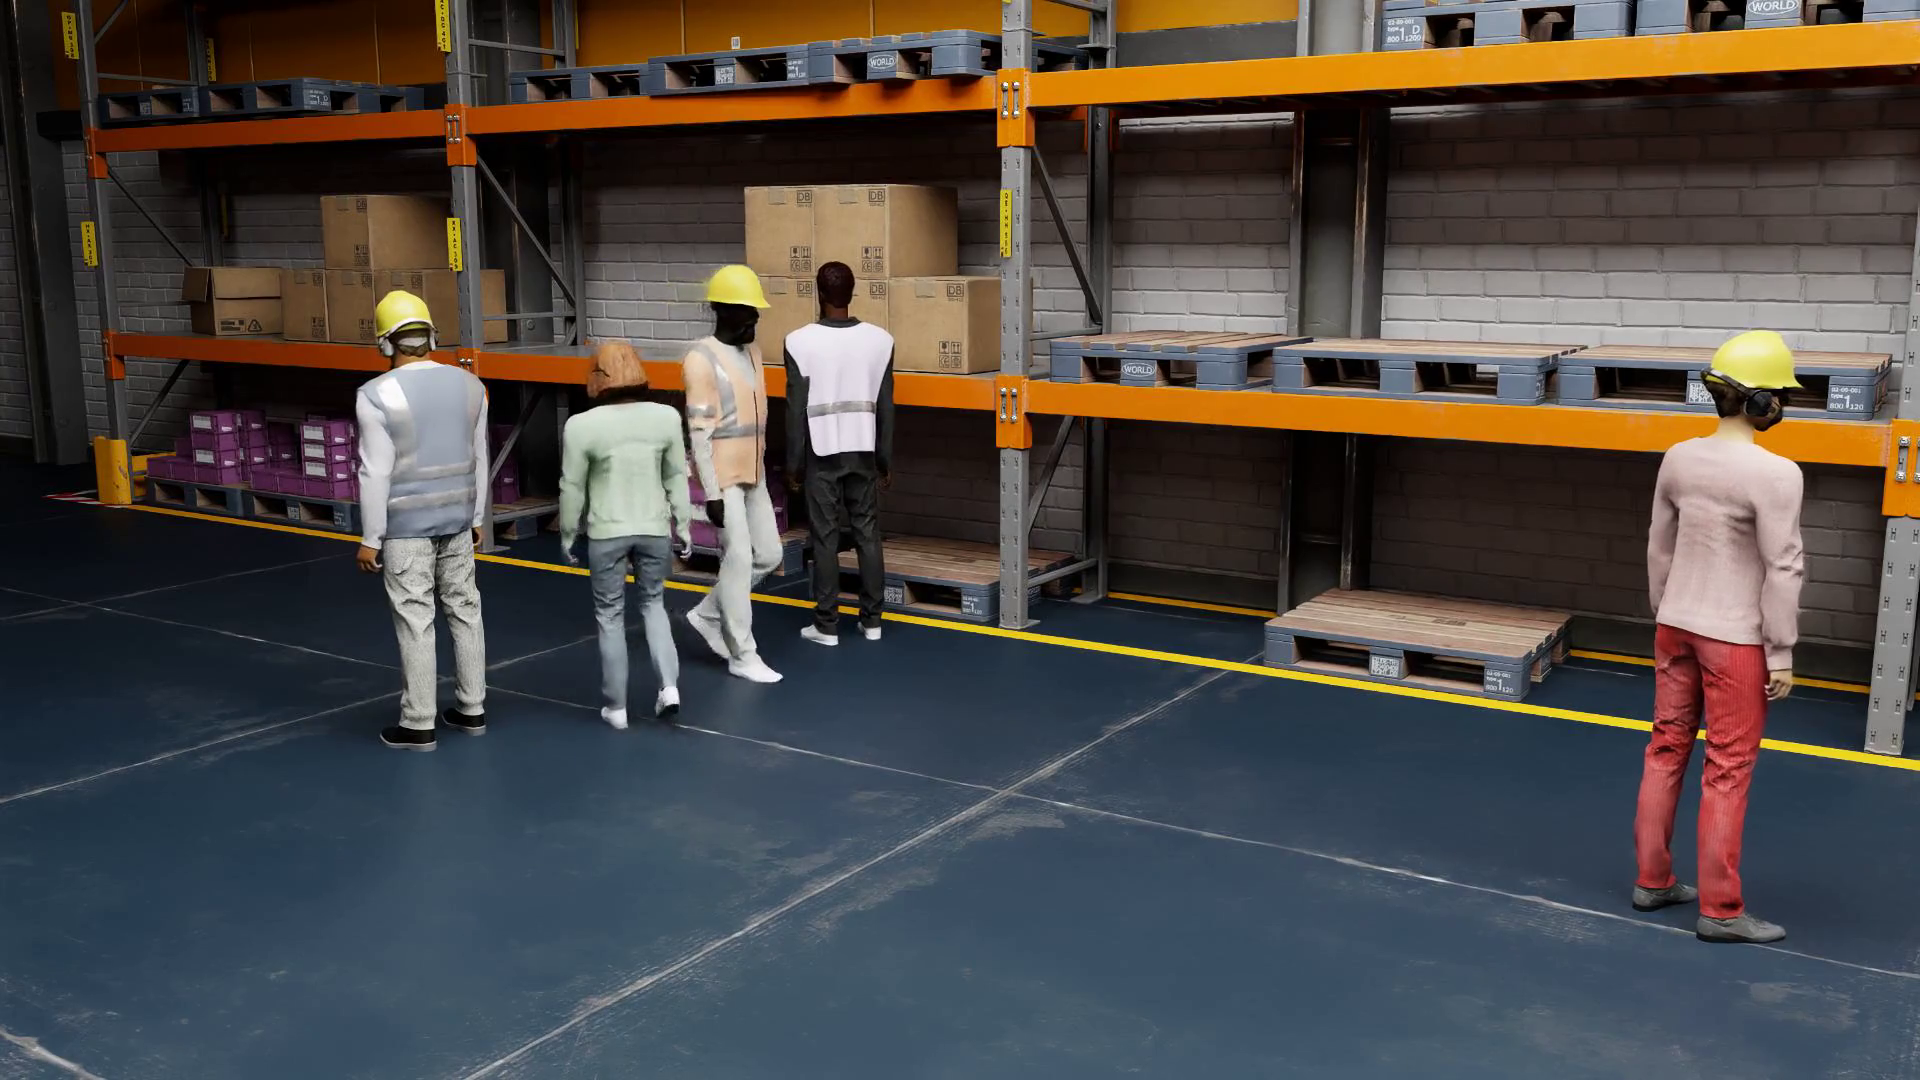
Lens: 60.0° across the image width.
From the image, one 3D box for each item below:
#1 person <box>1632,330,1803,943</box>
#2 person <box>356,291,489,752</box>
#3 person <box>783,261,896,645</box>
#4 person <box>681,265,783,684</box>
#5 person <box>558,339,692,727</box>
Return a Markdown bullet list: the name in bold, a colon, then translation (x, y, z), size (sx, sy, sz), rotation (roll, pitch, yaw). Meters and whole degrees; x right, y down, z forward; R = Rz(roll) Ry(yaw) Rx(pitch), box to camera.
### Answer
- **person**: translation (2.226, 0.278, 4.850), size (0.331, 1.768, 0.527), rotation (-3, 11, -18)
- **person**: translation (-2.147, -0.071, 6.629), size (0.403, 1.823, 0.586), rotation (7, 13, 35)
- **person**: translation (-0.594, -0.427, 8.341), size (0.596, 1.915, 0.373), rotation (-5, 11, -26)
- **person**: translation (-1.046, -0.301, 7.650), size (0.506, 1.912, 0.610), rotation (4, 11, 23)
- **person**: translation (-1.389, -0.020, 6.875), size (0.538, 1.621, 0.343), rotation (-6, 12, -31)
